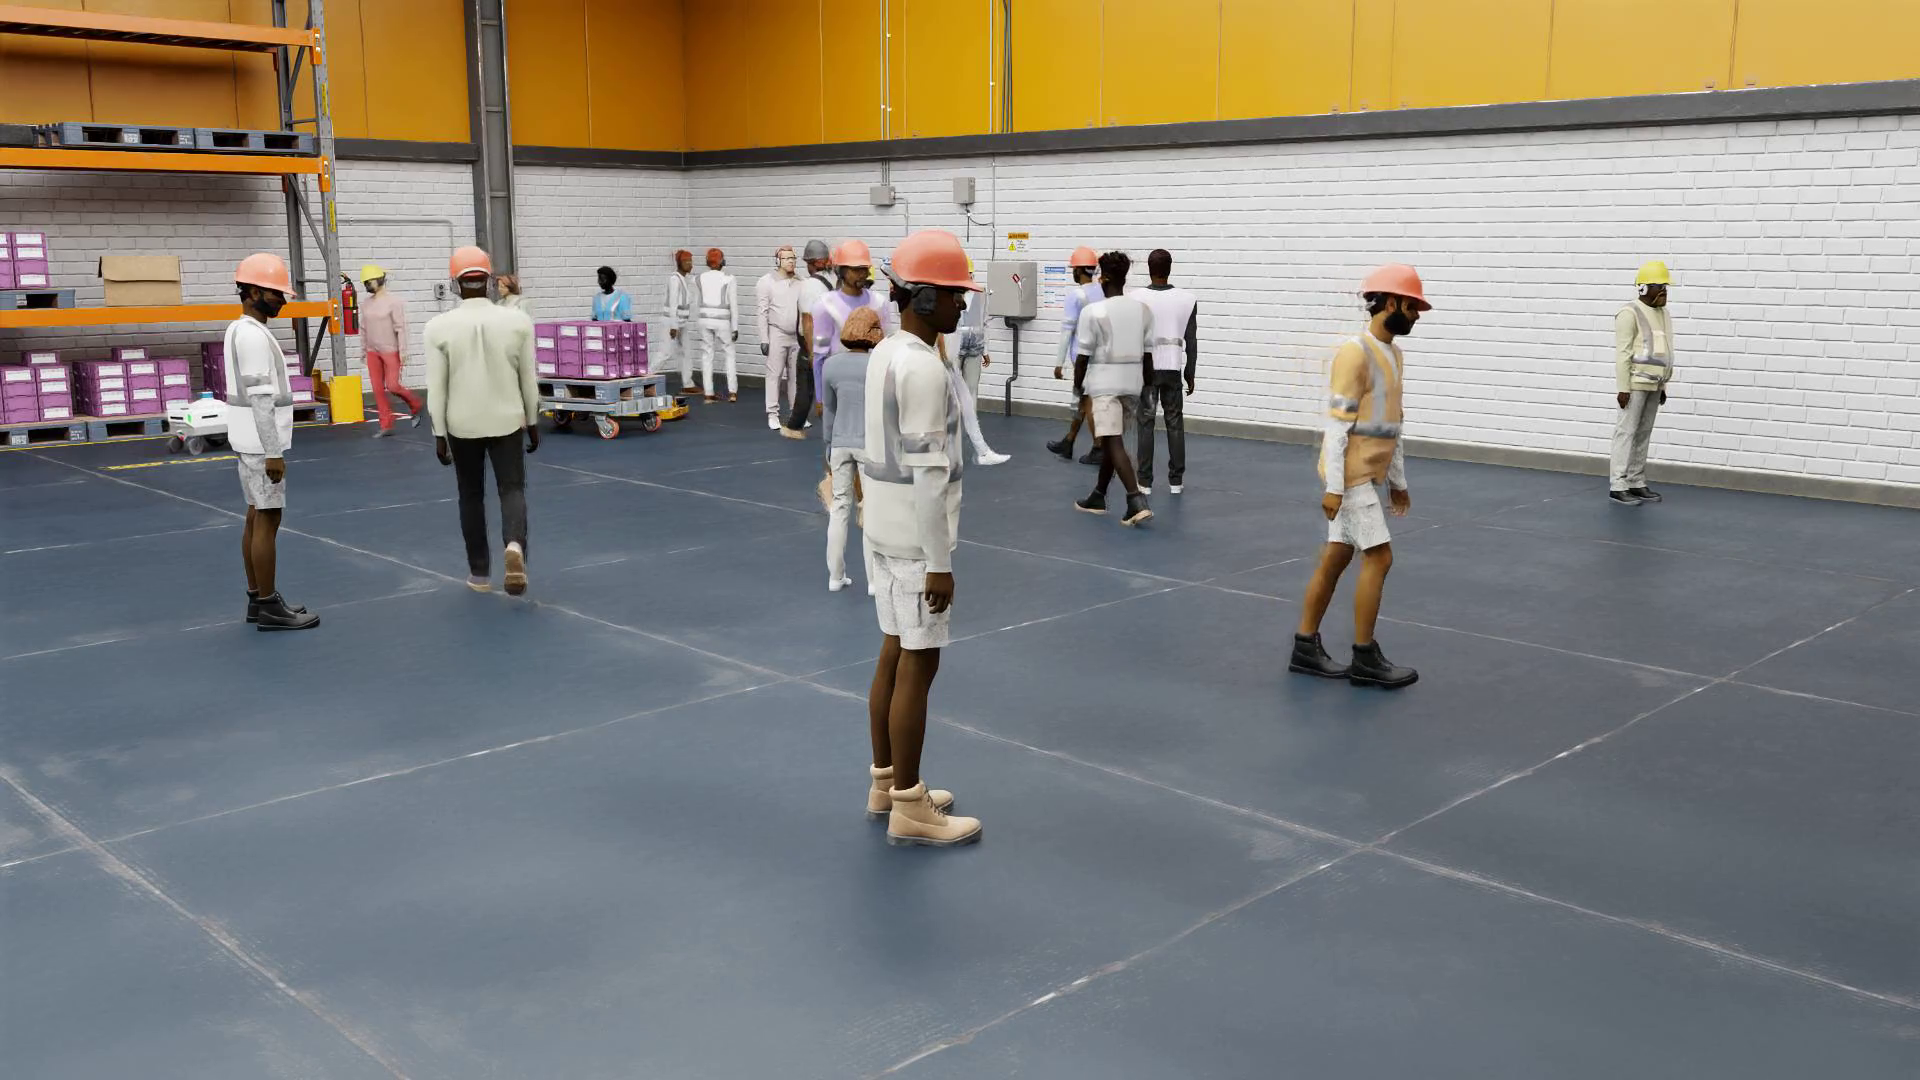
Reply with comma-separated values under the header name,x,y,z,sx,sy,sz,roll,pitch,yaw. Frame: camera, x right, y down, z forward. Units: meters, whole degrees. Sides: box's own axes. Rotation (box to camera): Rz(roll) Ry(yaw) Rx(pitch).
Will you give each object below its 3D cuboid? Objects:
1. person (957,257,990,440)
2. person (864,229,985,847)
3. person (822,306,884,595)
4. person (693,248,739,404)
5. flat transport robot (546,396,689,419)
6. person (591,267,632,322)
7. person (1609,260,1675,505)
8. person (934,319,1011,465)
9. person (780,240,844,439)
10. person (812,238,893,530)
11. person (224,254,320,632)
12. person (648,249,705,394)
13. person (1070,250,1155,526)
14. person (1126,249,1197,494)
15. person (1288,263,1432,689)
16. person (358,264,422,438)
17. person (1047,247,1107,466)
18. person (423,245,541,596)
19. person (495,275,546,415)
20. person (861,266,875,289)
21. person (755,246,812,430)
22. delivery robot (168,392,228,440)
name,x,y,z,sx,sy,sz,roll,pitch,yaw
person,0.026,-1.867,16.293,0.594,1.832,0.404,-4,11,-21
person,-0.118,-0.005,5.571,0.395,2.038,0.615,-3,11,-16
person,-0.563,-0.502,9.427,0.497,1.626,0.288,5,12,27
person,-2.929,-2.576,20.094,0.596,1.866,0.518,2,11,12
flat transport robot,-3.793,-1.478,18.432,1.431,0.197,0.652,1,10,6
person,-4.104,-2.347,19.400,0.546,1.653,0.807,6,12,31
person,5.173,-1.187,12.582,0.591,1.833,0.404,-8,13,-37
person,-0.095,-1.546,14.613,1.020,1.812,0.518,4,11,21
person,-1.332,-1.982,16.353,1.041,2.000,0.688,10,15,44
person,-0.778,-1.093,11.598,0.611,2.011,0.967,-8,13,-39
person,-3.561,-0.497,8.567,0.374,1.928,0.543,-6,12,-30
person,-3.696,-2.746,21.063,0.825,1.858,0.614,0,10,-2
person,1.106,-1.077,11.747,0.615,1.927,0.982,-6,12,-30
person,1.563,-1.311,13.033,0.597,1.915,0.371,-1,10,-6
person,1.848,-0.287,7.505,0.707,1.892,0.577,5,12,26
person,-5.771,-1.906,16.770,0.535,1.743,0.528,4,11,20
person,1.012,-1.627,14.774,0.875,1.905,0.570,10,14,42
person,-2.638,-0.646,9.245,0.617,1.970,0.760,-4,11,-19
person,-4.921,-2.108,18.264,0.536,1.591,0.876,9,14,41
person,-1.038,-2.030,17.400,0.561,1.740,0.558,-3,11,-13
person,-1.816,-2.119,17.452,0.641,1.913,0.407,-7,13,-35
delivery robot,-7.047,-1.149,15.606,0.477,0.478,0.707,5,12,27
